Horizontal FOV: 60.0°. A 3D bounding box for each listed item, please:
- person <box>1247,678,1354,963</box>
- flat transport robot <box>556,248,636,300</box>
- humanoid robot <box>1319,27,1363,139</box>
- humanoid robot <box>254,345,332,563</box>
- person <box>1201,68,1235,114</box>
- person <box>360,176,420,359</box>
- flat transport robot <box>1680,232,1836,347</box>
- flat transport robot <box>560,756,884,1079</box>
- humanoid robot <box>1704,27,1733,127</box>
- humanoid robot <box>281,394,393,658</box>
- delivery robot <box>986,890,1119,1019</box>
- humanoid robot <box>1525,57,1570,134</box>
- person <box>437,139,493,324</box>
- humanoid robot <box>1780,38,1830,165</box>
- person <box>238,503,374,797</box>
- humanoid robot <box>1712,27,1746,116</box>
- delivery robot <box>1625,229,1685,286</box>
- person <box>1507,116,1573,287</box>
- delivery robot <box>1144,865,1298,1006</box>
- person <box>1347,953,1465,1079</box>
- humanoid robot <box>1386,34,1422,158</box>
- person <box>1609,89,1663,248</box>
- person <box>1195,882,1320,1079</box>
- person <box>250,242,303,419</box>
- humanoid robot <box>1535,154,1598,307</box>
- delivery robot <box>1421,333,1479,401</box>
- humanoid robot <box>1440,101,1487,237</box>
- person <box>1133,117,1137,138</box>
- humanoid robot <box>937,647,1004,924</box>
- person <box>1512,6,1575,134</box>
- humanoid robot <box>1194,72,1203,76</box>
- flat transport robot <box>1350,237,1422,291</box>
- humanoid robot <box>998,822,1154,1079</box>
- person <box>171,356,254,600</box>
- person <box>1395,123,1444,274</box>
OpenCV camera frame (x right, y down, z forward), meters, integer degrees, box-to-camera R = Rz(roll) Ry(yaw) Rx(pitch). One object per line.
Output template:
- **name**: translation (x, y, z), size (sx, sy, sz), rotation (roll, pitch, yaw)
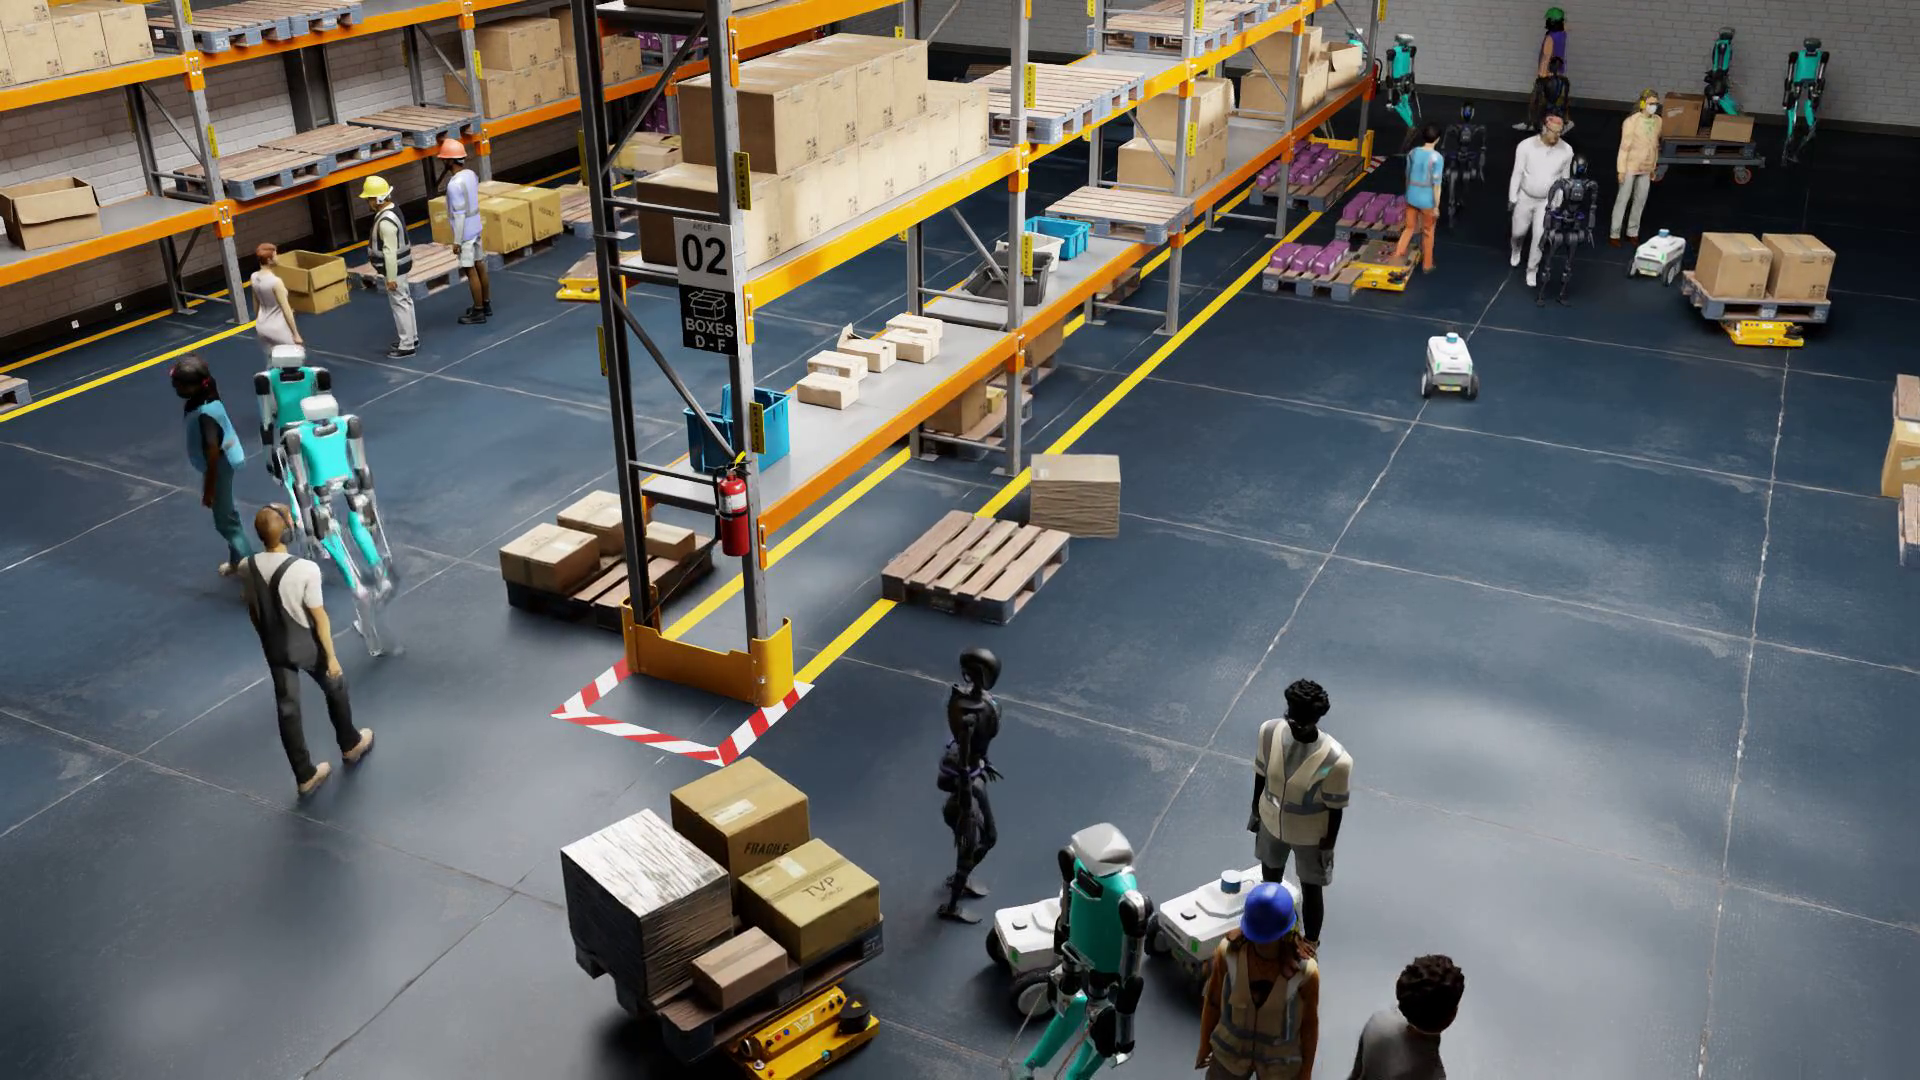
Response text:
- **person**: translation (1.669, 1.427, 8.288), size (0.532, 1.693, 0.320), rotation (22, 34, 37)
- **flat transport robot**: translation (-4.042, -3.016, 18.870), size (0.659, 0.231, 1.431), rotation (3, 26, 6)
- **humanoid robot**: translation (5.562, -6.703, 24.636), size (0.710, 1.750, 0.530), rotation (14, 30, 26)
- **humanoid robot**: translation (-4.752, -0.470, 12.103), size (0.559, 1.771, 0.942), rotation (-10, 28, -19)
- **person**: translation (3.500, -5.838, 22.920), size (0.591, 1.729, 0.398), rotation (18, 31, 32)
- **person**: translation (-5.633, -2.705, 16.494), size (0.403, 1.824, 0.591), rotation (-5, 27, -11)
- **flat transport robot**: translation (8.328, -2.363, 17.551), size (0.659, 0.231, 1.431), rotation (3, 26, 5)
- **flat transport robot**: translation (-1.114, 2.197, 8.340), size (0.659, 0.231, 1.431), rotation (-22, 34, -37)
- **humanoid robot**: translation (11.439, -6.882, 25.081), size (0.364, 1.648, 0.599), rotation (21, 33, 35)
- **humanoid robot**: translation (-4.085, -0.015, 11.244), size (0.540, 1.839, 0.886), rotation (-19, 32, -34)
- **delivery robot**: translation (0.510, 2.032, 8.374), size (0.785, 0.614, 0.504), rotation (-7, 27, -13)
- **humanoid robot**: translation (8.138, -5.861, 23.069), size (0.591, 1.625, 0.773), rotation (-9, 28, -17)
- **person**: translation (-5.188, -3.221, 17.405), size (0.357, 1.939, 0.542), rotation (2, 26, 5)
- **humanoid robot**: translation (11.965, -6.100, 23.561), size (0.541, 1.890, 0.724), rotation (3, 26, 6)
- **person**: translation (-3.859, 0.584, 9.844), size (0.539, 1.822, 0.761), rotation (3, 27, 7)
- **humanoid robot**: translation (11.417, -6.603, 24.525), size (0.803, 1.814, 0.554), rotation (12, 29, 22)
- **delivery robot**: translation (7.986, -3.250, 19.003), size (0.499, 0.579, 0.753), rotation (21, 33, 36)
- **person**: translation (6.515, -3.871, 18.784), size (0.643, 1.877, 0.770), rotation (6, 27, 12)
- **delivery robot**: translation (1.341, 1.970, 8.489), size (0.781, 0.605, 0.499), rotation (-14, 30, -27)
- **person**: translation (1.683, 2.341, 6.226), size (0.743, 1.874, 0.584), rotation (-6, 27, -11)
- **humanoid robot**: translation (6.441, -6.304, 23.869), size (0.531, 1.805, 0.707), rotation (-17, 31, -31)
- **person**: translation (8.130, -4.473, 20.011), size (0.571, 1.873, 0.422), rotation (-7, 27, -15)
- **person**: translation (1.205, 2.124, 6.784), size (0.481, 1.776, 0.321), rotation (9, 28, 18)
- **person**: translation (-6.135, -1.866, 14.972), size (0.479, 1.653, 0.315), rotation (14, 30, 26)
- **humanoid robot**: translation (6.542, -3.331, 17.906), size (0.599, 1.656, 0.315), rotation (0, 26, 0)
- **delivery robot**: translation (4.649, -1.653, 15.817), size (0.499, 0.614, 0.815), rotation (4, 27, 7)
- **humanoid robot**: translation (6.192, -4.620, 20.592), size (0.609, 1.652, 0.729), rotation (4, 27, 7)
- **person**: translation (2.741, -6.497, 24.144), size (0.363, 1.828, 0.518), rotation (-14, 29, -25)
- **humanoid robot**: translation (0.045, 1.258, 8.653), size (0.347, 1.638, 0.615), rotation (5, 27, 9)
- **person**: translation (9.053, -7.167, 25.421), size (0.905, 1.897, 0.542), rotation (16, 30, 28)
- **humanoid robot**: translation (3.178, -6.077, 23.522), size (0.601, 1.625, 0.741), rotation (22, 34, 37)
- **flat transport robot**: translation (4.907, -3.188, 19.217), size (0.659, 0.231, 1.431), rotation (10, 28, 19)
- **humanoid robot**: translation (0.419, 2.025, 6.983), size (0.659, 1.748, 0.540), rotation (-16, 30, -29)
- **person**: translation (-5.340, -0.483, 11.987), size (0.376, 1.845, 0.678), rotation (-12, 29, -23)
- **person**: translation (5.257, -3.870, 18.922), size (0.609, 1.745, 0.521), rotation (-24, 35, -39)
